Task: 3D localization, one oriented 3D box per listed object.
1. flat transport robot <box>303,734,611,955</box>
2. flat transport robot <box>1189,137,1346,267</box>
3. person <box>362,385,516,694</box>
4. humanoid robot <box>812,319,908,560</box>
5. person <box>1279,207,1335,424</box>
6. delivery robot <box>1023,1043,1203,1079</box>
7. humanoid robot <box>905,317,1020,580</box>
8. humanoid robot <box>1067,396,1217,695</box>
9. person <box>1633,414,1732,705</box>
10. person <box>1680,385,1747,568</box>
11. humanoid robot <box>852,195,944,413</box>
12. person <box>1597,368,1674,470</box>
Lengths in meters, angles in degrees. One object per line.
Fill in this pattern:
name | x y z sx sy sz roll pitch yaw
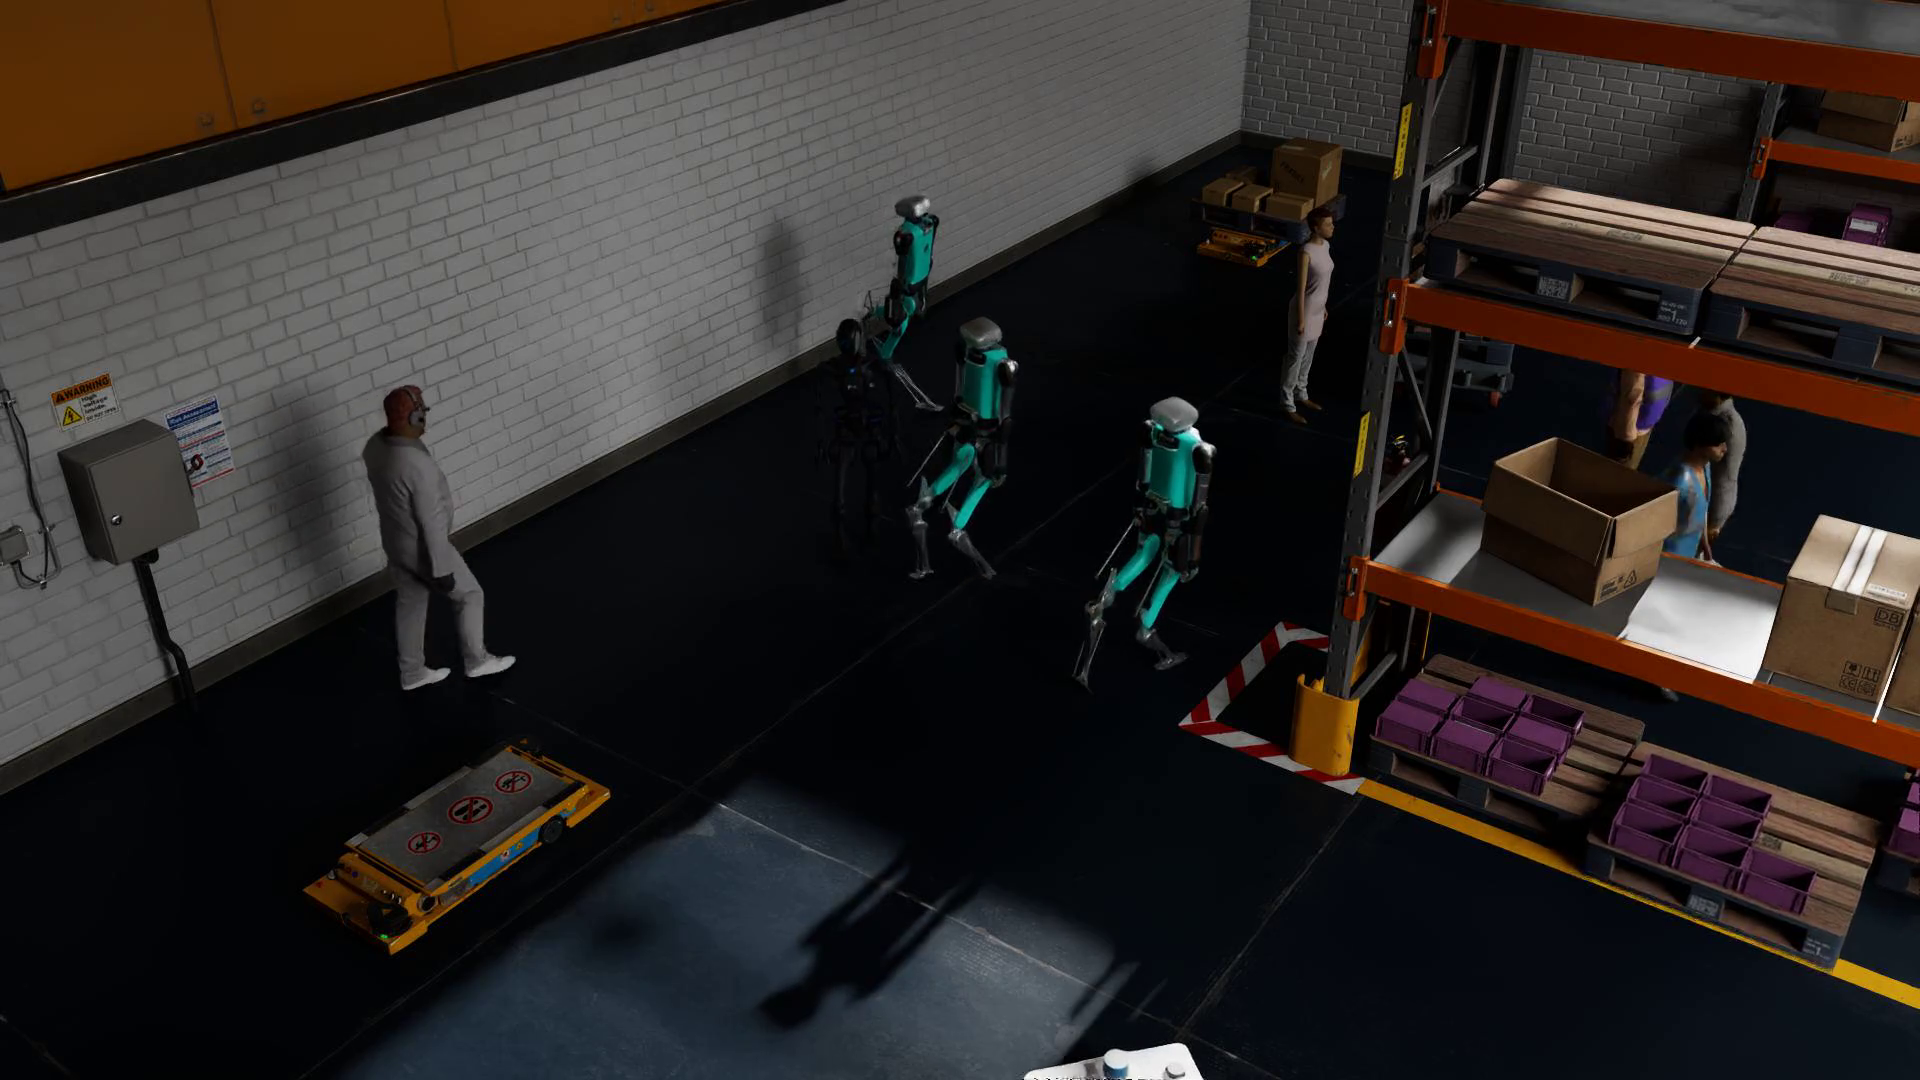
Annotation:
flat transport robot | -2.526 1.502 8.434 0.659 0.231 1.431 19 35 30
flat transport robot | 2.944 -3.013 16.266 0.659 0.231 1.431 19 35 30
person | -2.964 -0.002 9.433 0.768 1.871 0.688 -26 39 -38
humanoid robot | -0.642 -0.624 10.719 0.615 1.650 0.419 -1 30 -1
person | 2.652 -1.710 12.609 0.286 1.662 0.443 19 35 30
delivery robot | 0.651 2.316 6.736 0.767 0.596 0.523 -7 31 -12
humanoid robot | -0.062 -0.470 10.411 0.806 1.786 0.550 -22 36 -33
humanoid robot | 0.956 0.120 9.395 0.996 1.775 0.536 -23 37 -34
person | 4.085 0.093 9.404 0.613 1.745 0.505 19 35 29
person | 4.451 -0.223 9.897 0.692 1.808 0.541 0 30 1
humanoid robot | -0.604 -1.823 12.795 1.051 1.771 0.539 15 33 24
person | 4.330 -0.770 10.713 0.409 1.931 0.534 19 35 30
